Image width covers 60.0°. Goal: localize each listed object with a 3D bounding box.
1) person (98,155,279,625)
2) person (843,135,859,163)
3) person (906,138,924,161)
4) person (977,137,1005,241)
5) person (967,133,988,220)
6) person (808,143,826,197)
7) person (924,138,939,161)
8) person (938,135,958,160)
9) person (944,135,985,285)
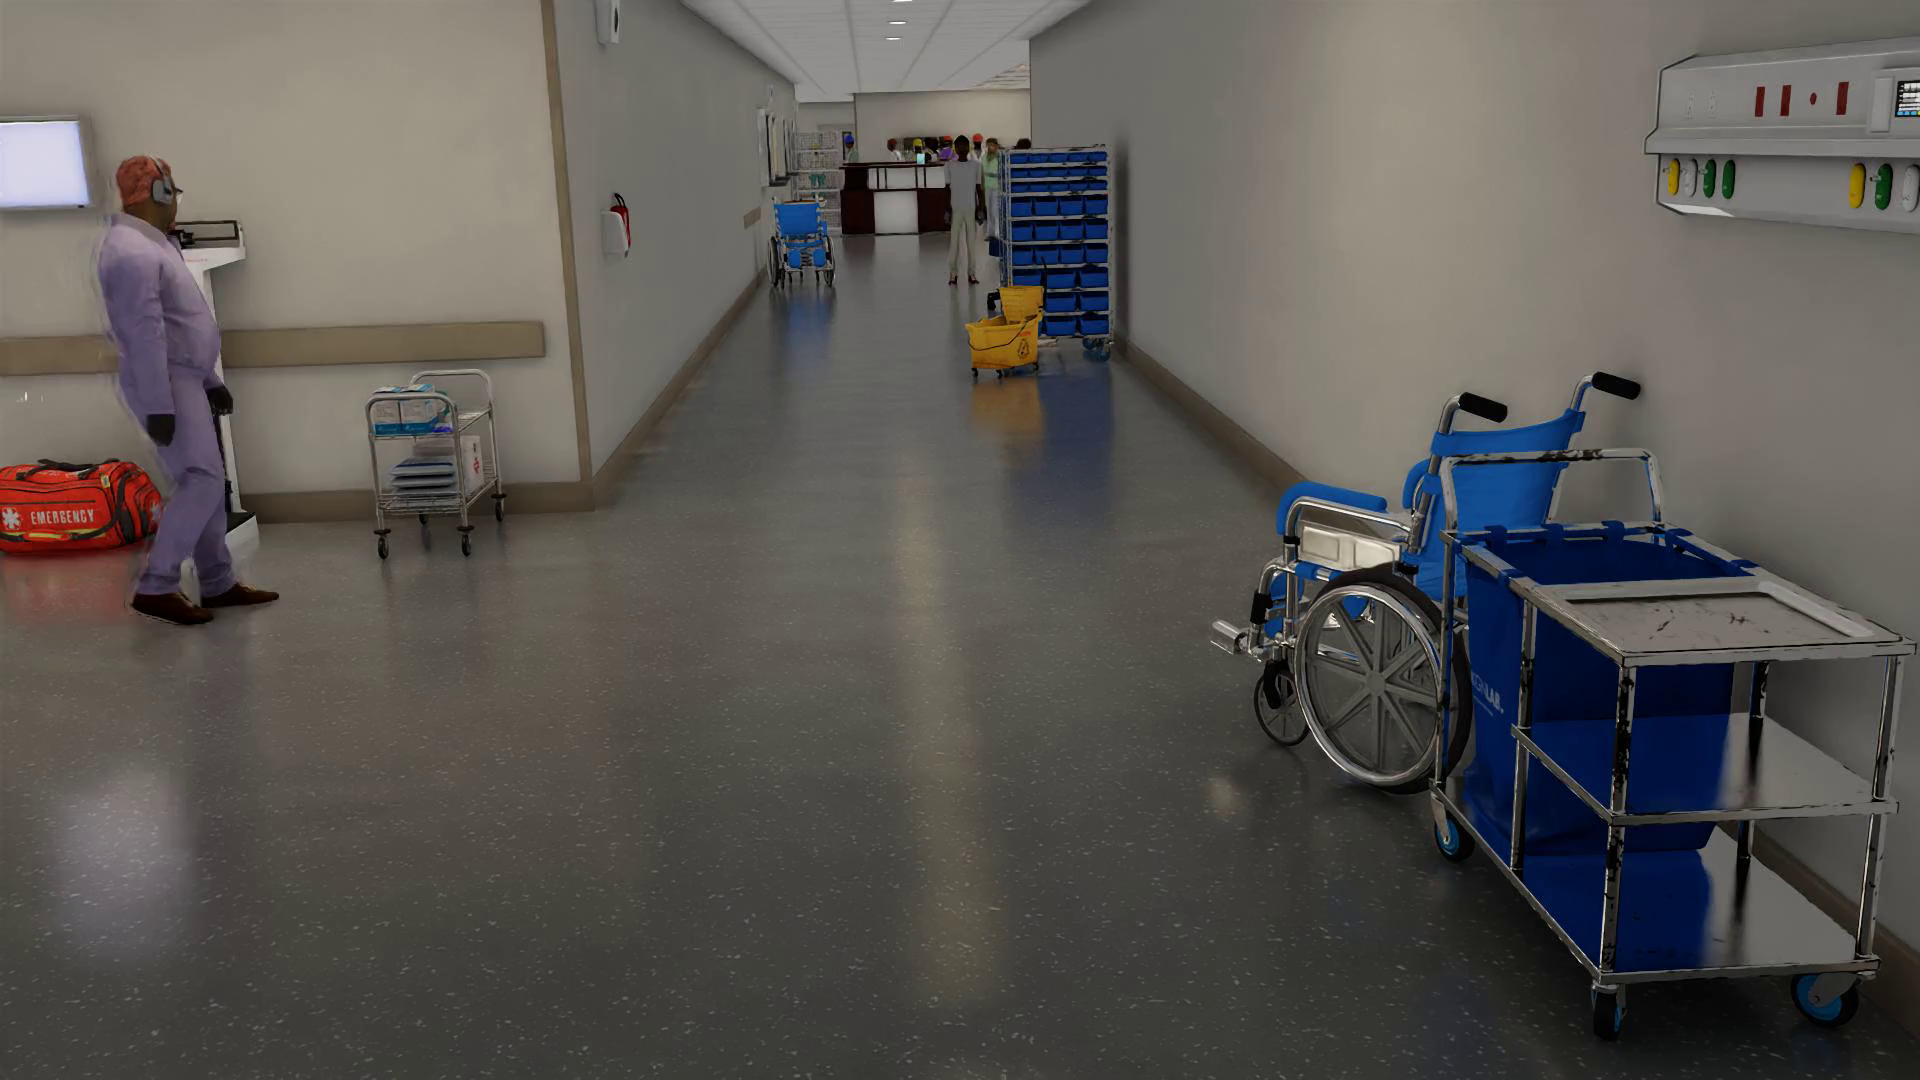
[{"bbox_3d":[-3.169,-0.607,6.780,0.471,1.887,0.685,-7,15,-21],"label":"person"},{"bbox_3d":[-2.733,-9.245,42.101,0.409,1.943,0.615,-6,14,-17],"label":"person"},{"bbox_3d":[-0.977,-8.627,39.615,0.596,1.828,0.403,-6,14,-17],"label":"person"},{"bbox_3d":[0.595,-6.221,29.535,0.608,1.822,0.433,12,19,43],"label":"person"},{"bbox_3d":[0.421,-8.008,36.723,0.552,1.901,0.841,-4,14,-9],"label":"person"},{"bbox_3d":[-4.148,-10.624,48.315,0.526,1.765,0.329,-4,14,-10],"label":"person"},{"bbox_3d":[-0.610,-8.518,39.114,0.431,1.836,0.626,5,15,27],"label":"person"},{"bbox_3d":[-0.240,-8.361,38.310,0.584,1.882,0.610,7,16,30],"label":"person"},{"bbox_3d":[0.053,-4.184,21.125,0.521,1.873,0.335,-3,14,-4],"label":"person"}]
